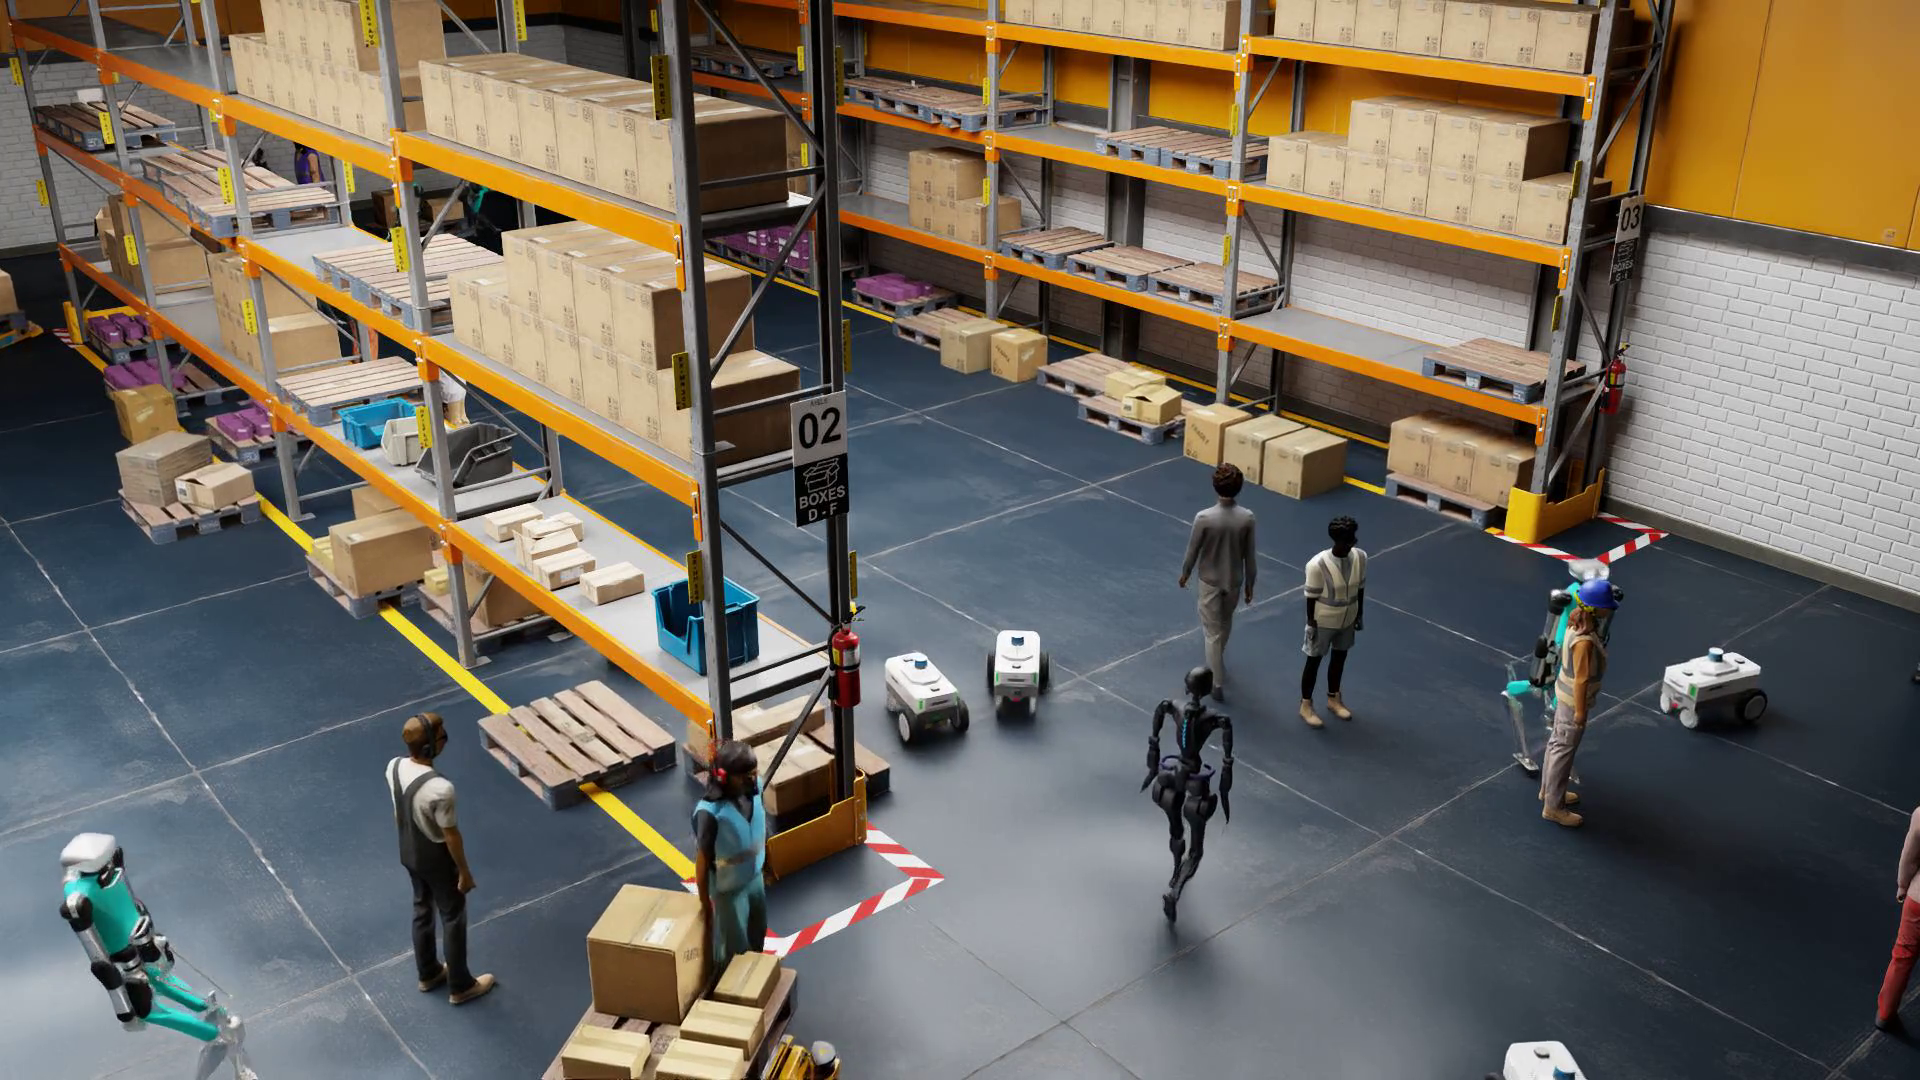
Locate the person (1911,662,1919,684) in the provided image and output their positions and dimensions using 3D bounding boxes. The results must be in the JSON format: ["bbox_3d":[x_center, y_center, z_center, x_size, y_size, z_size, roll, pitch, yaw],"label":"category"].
[{"bbox_3d":[7.817,0.265,12.948,0.546,1.926,0.388,13,27,27],"label":"person"}]

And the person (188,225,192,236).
[{"bbox_3d":[-11.111,-4.309,23.629,0.520,1.857,0.611,-11,26,-25],"label":"person"}]

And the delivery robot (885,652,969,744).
[{"bbox_3d":[-0.287,1.158,12.589,0.499,0.585,0.765,-10,25,-23],"label":"delivery robot"}]

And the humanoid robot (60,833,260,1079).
[{"bbox_3d":[-4.001,2.249,8.562,0.847,1.761,0.626,-2,23,-5],"label":"humanoid robot"}]

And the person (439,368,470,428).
[{"bbox_3d":[-5.321,-1.550,17.355,0.320,1.753,0.561,-1,23,-2],"label":"person"}]

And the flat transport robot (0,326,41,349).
[{"bbox_3d":[-12.713,-2.578,21.612,0.659,0.231,1.431,4,24,8],"label":"flat transport robot"}]

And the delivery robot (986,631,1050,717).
[{"bbox_3d":[0.448,0.995,12.961,0.499,0.581,0.774,1,23,3],"label":"delivery robot"}]

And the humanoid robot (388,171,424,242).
[{"bbox_3d":[-8.114,-4.379,24.018,0.556,1.832,0.838,19,30,37],"label":"humanoid robot"}]

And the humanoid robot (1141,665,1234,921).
[{"bbox_3d":[1.360,1.547,10.320,0.601,1.633,0.692,13,27,27],"label":"humanoid robot"}]

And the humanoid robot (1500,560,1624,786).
[{"bbox_3d":[4.171,0.882,11.762,0.552,1.787,0.765,-6,24,-13],"label":"humanoid robot"}]

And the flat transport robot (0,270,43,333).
[{"bbox_3d":[-13.008,-2.733,21.972,1.431,0.231,0.659,-21,31,-40],"label":"flat transport robot"}]

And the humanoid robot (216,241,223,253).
[{"bbox_3d":[-9.700,-3.705,22.450,0.584,1.644,0.399,-20,31,-39],"label":"humanoid robot"}]

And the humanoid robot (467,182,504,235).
[{"bbox_3d":[-7.937,-5.837,27.329,1.031,1.739,0.555,13,27,27],"label":"humanoid robot"}]

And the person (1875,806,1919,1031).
[{"bbox_3d":[5.406,1.997,9.127,0.307,1.772,0.524,-19,30,-38],"label":"person"}]

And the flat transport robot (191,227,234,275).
[{"bbox_3d":[-10.610,-3.872,24.610,1.431,0.231,0.659,-10,25,-22],"label":"flat transport robot"}]

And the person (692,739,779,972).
[{"bbox_3d":[-1.273,1.895,9.254,0.490,1.850,0.559,16,28,33],"label":"person"}]

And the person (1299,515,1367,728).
[{"bbox_3d":[2.796,0.594,12.469,0.533,1.693,0.320,-10,25,-22],"label":"person"}]

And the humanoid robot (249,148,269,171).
[{"bbox_3d":[-10.991,-5.405,26.386,0.589,1.641,0.413,16,28,32],"label":"humanoid robot"}]

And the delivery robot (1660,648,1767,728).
[{"bbox_3d":[5.757,1.111,12.722,0.775,0.604,0.505,-9,25,-21],"label":"delivery robot"}]

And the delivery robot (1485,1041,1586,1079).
[{"bbox_3d":[3.055,2.923,8.538,0.499,0.614,0.804,-2,23,-4],"label":"delivery robot"}]

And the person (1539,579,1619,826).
[{"bbox_3d":[4.181,1.074,11.251,0.306,1.777,0.478,6,24,14],"label":"person"}]

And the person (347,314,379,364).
[{"bbox_3d":[-7.161,-2.681,19.977,0.502,1.758,0.339,11,26,24],"label":"person"}]

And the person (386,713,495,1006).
[{"bbox_3d":[-2.989,1.817,9.463,0.514,1.839,0.345,15,27,31],"label":"person"}]

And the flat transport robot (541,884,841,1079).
[{"bbox_3d":[-1.422,2.892,8.946,1.431,0.231,0.659,5,24,12],"label":"flat transport robot"}]

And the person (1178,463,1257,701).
[{"bbox_3d":[1.995,0.260,13.040,0.539,1.862,0.918,-4,24,-10],"label":"person"}]

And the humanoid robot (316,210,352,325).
[{"bbox_3d":[-8.531,-3.701,22.398,0.811,1.798,0.554,-18,29,-35],"label":"humanoid robot"}]

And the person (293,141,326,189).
[{"bbox_3d":[-10.400,-5.641,26.627,0.540,1.922,0.435,19,30,38],"label":"person"}]
